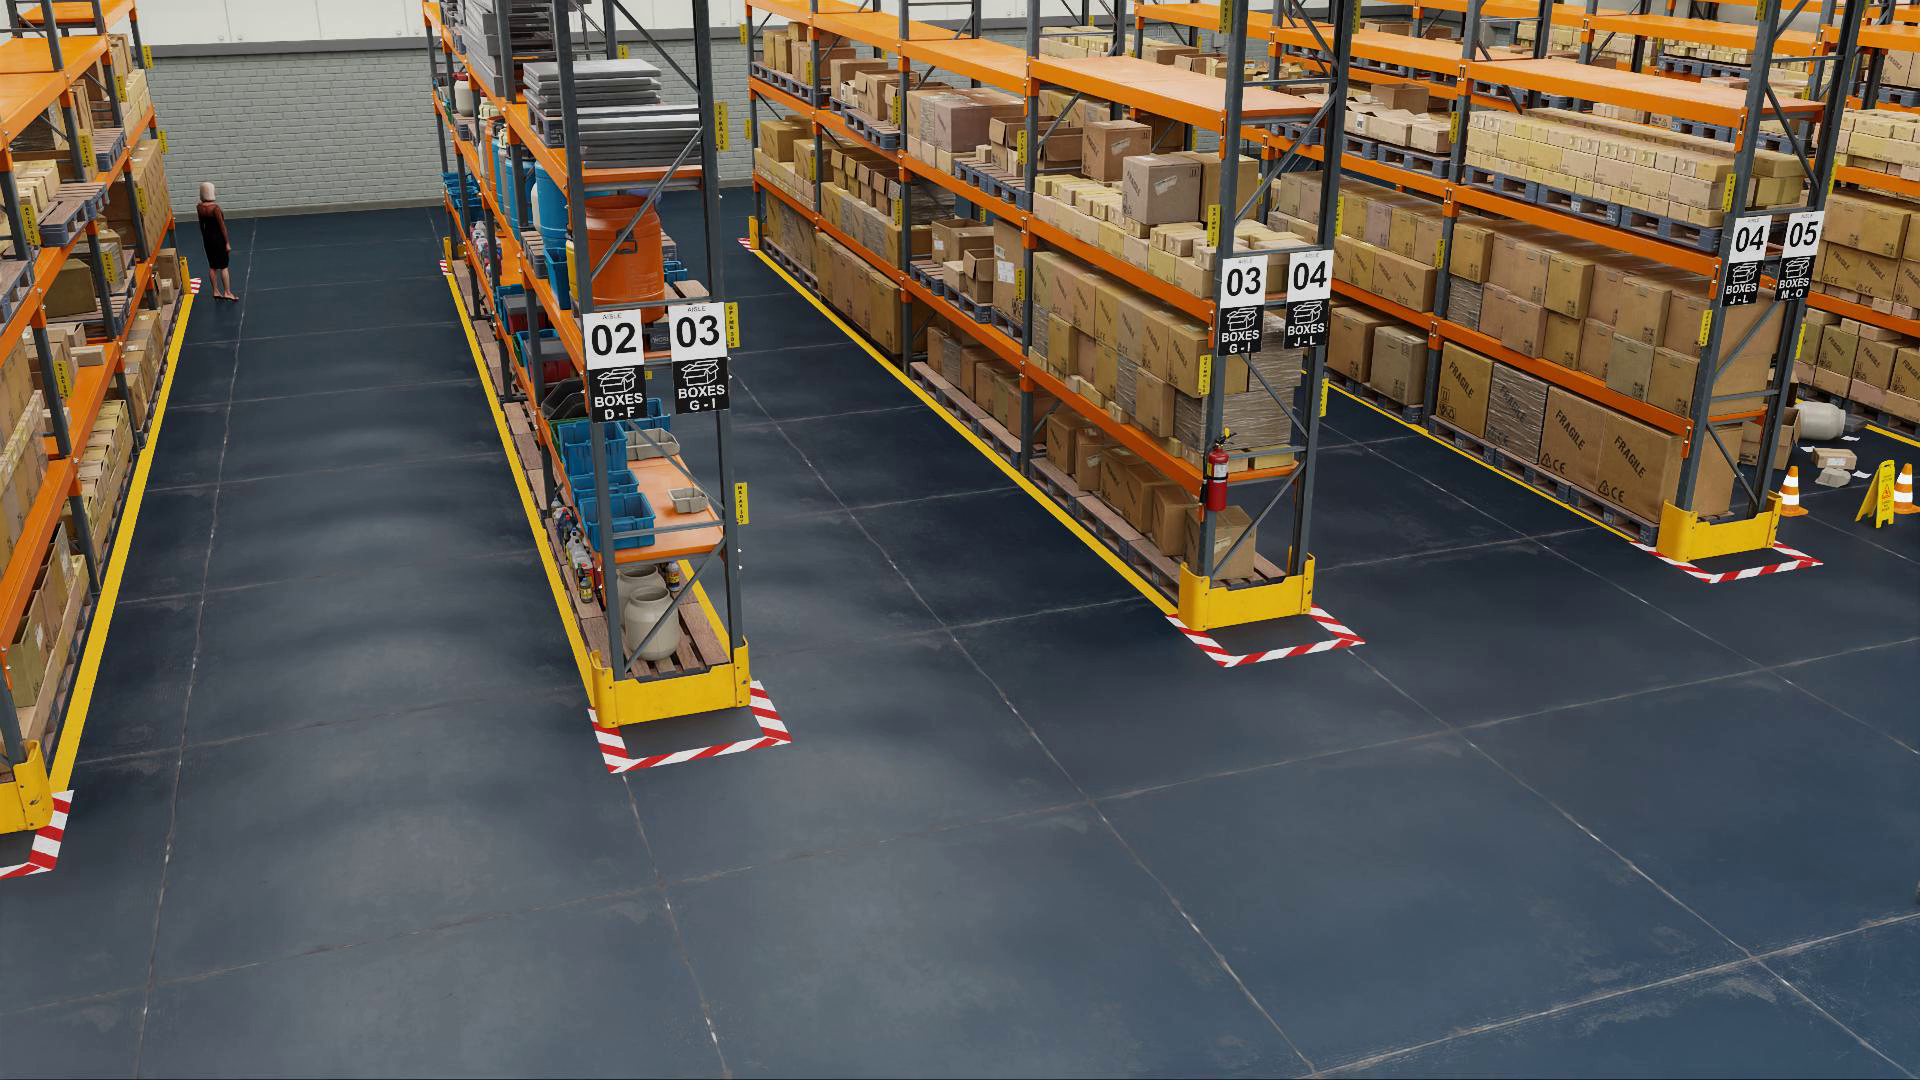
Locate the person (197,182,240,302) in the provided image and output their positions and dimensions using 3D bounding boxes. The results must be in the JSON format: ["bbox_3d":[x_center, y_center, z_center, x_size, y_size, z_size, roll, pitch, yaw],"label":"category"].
[{"bbox_3d":[-10.947,-4.374,24.435,0.670,1.746,0.719,9,24,21],"label":"person"}]
